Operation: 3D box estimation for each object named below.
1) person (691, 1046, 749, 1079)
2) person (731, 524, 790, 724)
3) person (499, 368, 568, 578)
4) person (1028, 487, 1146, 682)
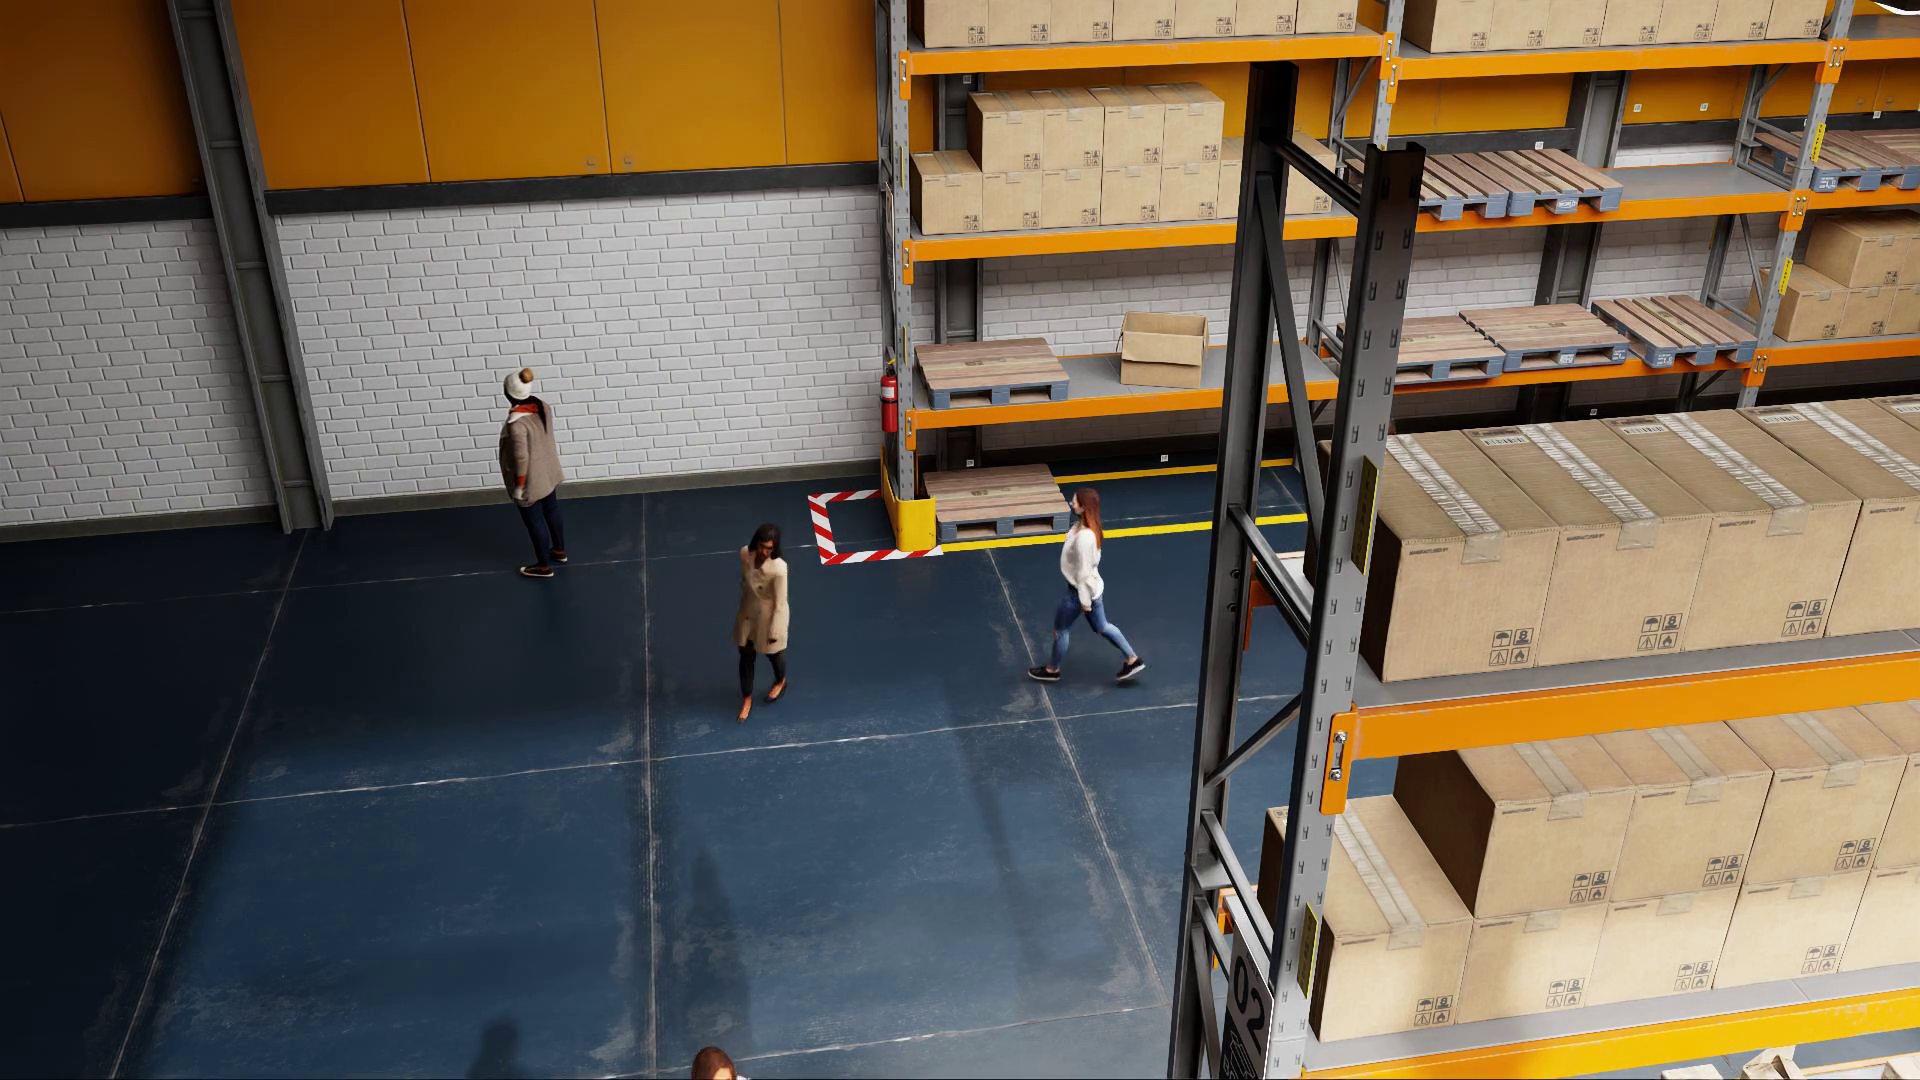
[{"bbox_3d":[-1.132,2.932,7.746,0.723,1.671,0.816,-21,35,-33],"label":"person"},{"bbox_3d":[-1.404,0.547,12.157,0.912,1.634,0.970,24,37,36],"label":"person"},{"bbox_3d":[-3.580,-0.591,13.978,0.822,1.887,0.806,8,30,14],"label":"person"},{"bbox_3d":[1.009,0.385,12.435,1.205,1.651,0.923,7,29,12],"label":"person"}]
